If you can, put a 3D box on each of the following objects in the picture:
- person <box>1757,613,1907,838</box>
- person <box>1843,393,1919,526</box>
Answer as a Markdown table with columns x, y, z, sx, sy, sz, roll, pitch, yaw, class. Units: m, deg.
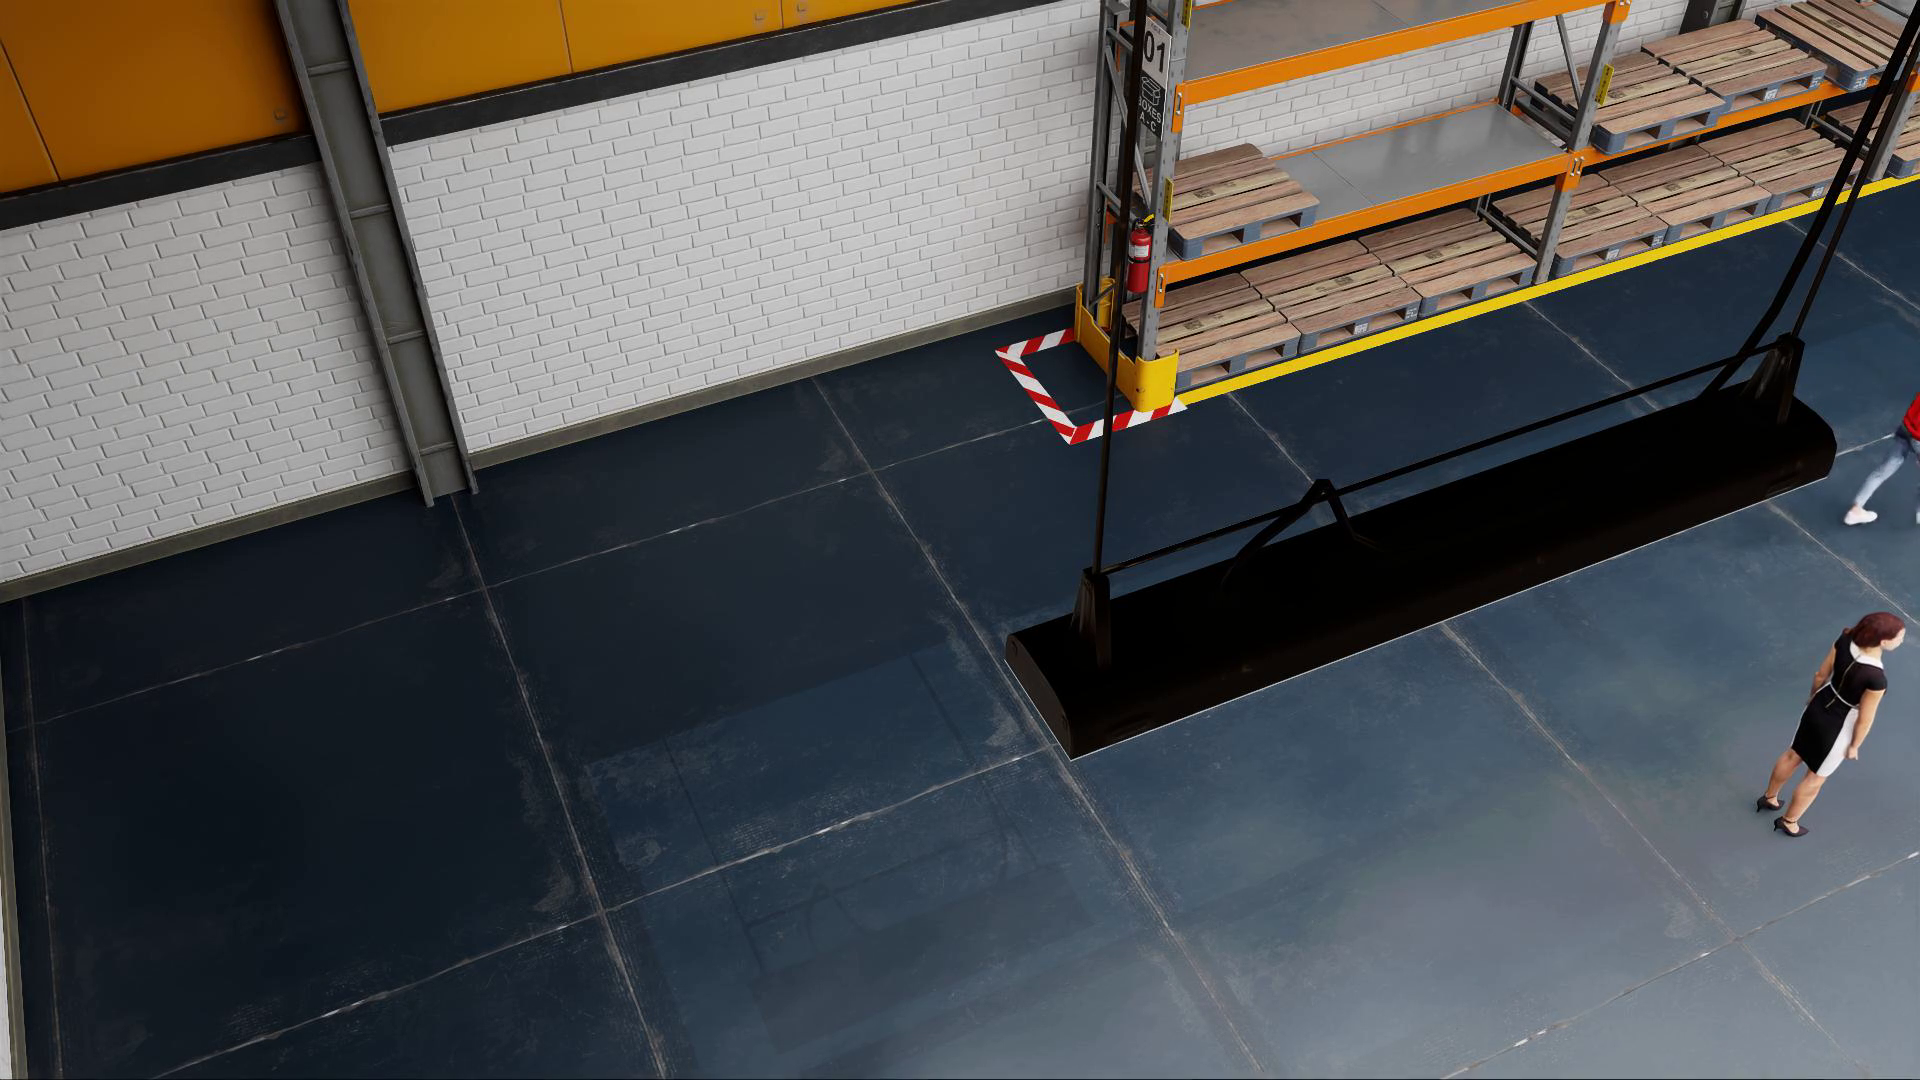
| x | y | z | sx | sy | sz | roll | pitch | yaw | class |
| --- | --- | --- | --- | --- | --- | --- | --- | --- | --- |
| 5.125 | 1.089 | 9.796 | 0.563 | 1.796 | 0.628 | -9 | 44 | -9 | person |
| 6.727 | -0.725 | 11.786 | 1.059 | 1.676 | 0.811 | -5 | 44 | -5 | person |
